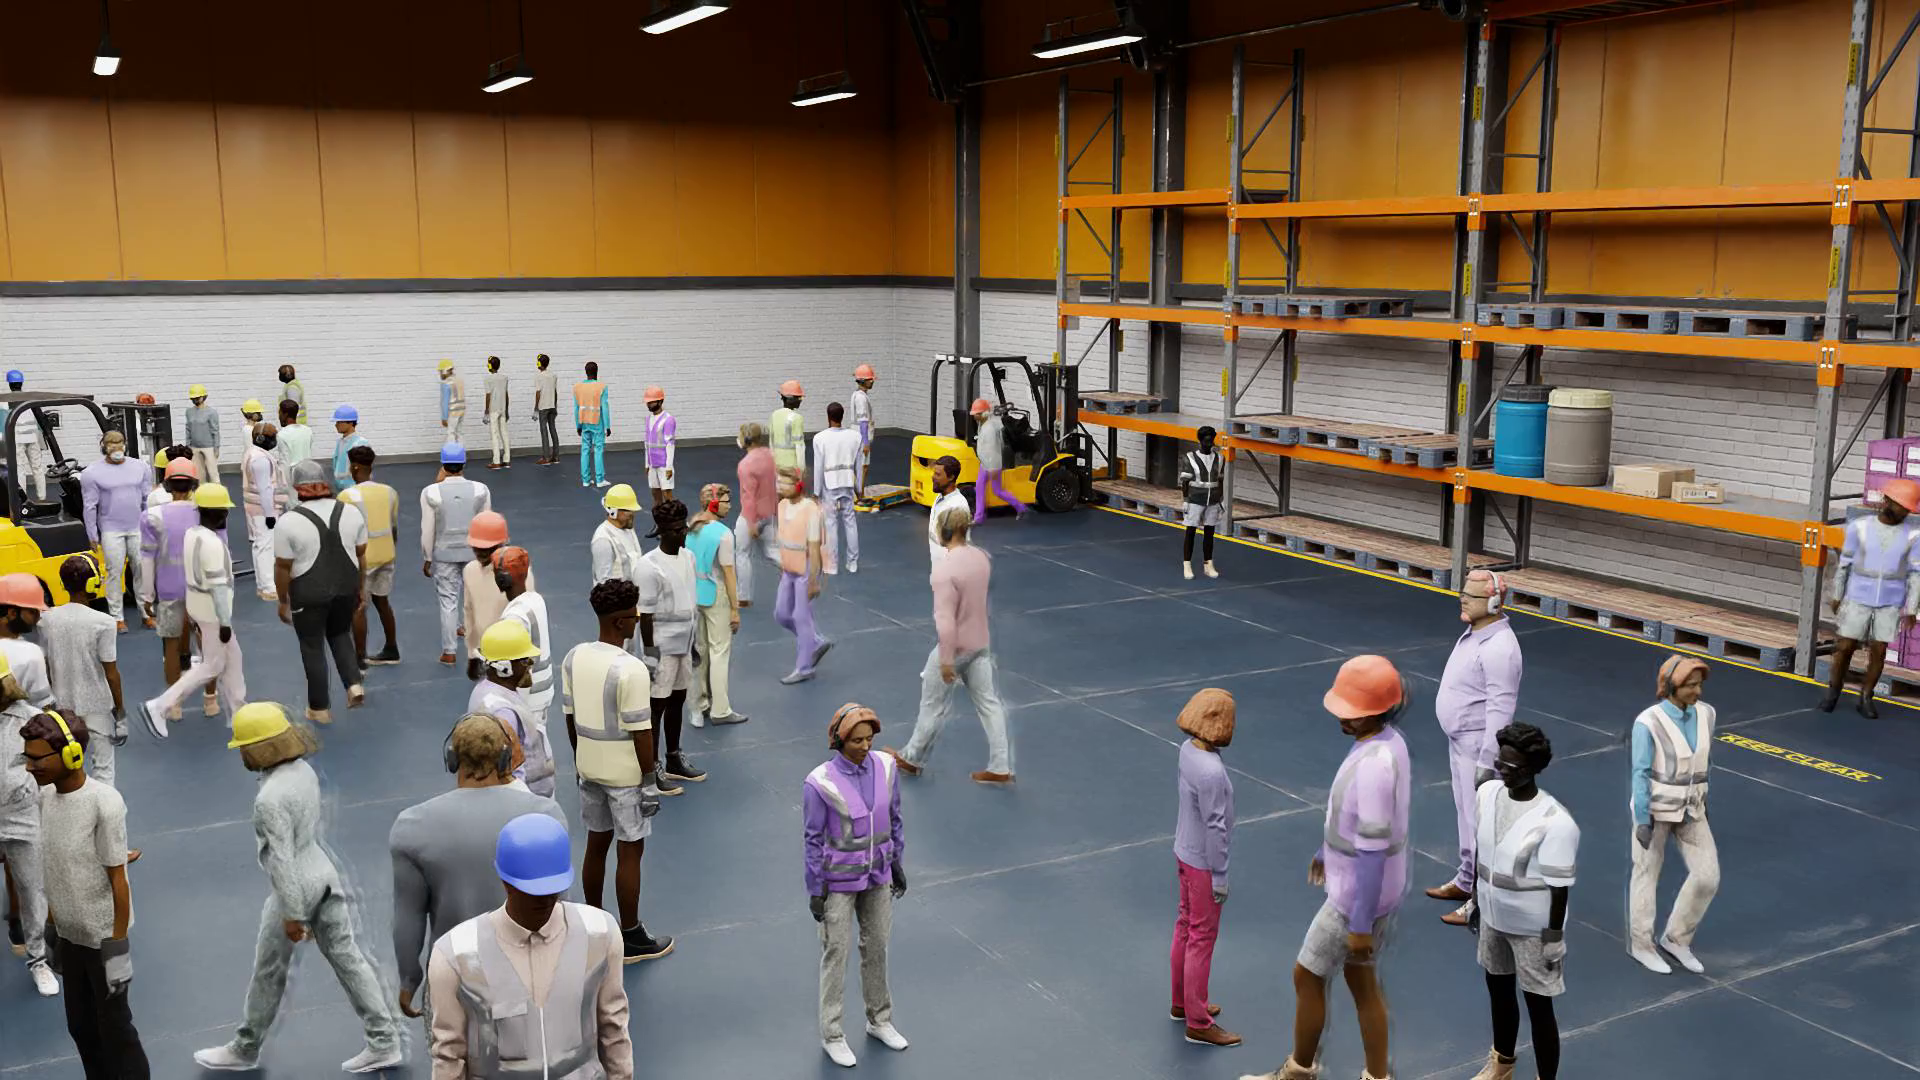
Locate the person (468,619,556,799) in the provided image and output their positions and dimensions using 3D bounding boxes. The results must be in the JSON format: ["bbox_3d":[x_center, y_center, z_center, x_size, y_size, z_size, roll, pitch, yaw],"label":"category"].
[{"bbox_3d":[-2.167,1.284,8.067,0.403,1.833,0.591,-4,11,-23],"label":"person"}]

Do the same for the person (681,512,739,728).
[{"bbox_3d":[-1.935,0.601,12.601,0.529,1.619,0.563,-3,10,-15],"label":"person"}]

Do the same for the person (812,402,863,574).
[{"bbox_3d":[-1.355,-0.576,18.536,0.597,1.914,0.372,-5,11,-28],"label":"person"}]

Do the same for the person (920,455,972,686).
[{"bbox_3d":[-0.089,0.250,13.766,0.391,1.922,0.593,-3,10,-19],"label":"person"}]

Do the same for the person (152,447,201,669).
[{"bbox_3d":[-6.744,0.155,14.299,0.382,1.924,0.594,-4,11,-24],"label":"person"}]

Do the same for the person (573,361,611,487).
[{"bbox_3d":[-5.619,-1.764,25.402,0.587,1.911,0.397,3,10,19],"label":"person"}]

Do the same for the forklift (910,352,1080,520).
[{"bbox_3d":[0.460,-1.461,22.833,2.313,2.155,1.214,-5,11,-28],"label":"forklift"}]

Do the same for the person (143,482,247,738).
[{"bbox_3d":[-5.594,0.521,12.278,0.840,1.901,0.588,-7,12,-34],"label":"person"}]

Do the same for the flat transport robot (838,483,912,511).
[{"bbox_3d":[-1.188,-0.608,23.450,0.652,0.197,1.431,6,11,29],"label":"flat transport robot"}]

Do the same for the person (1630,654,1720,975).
[{"bbox_3d":[3.527,1.366,8.177,0.542,1.621,0.460,-4,11,-21],"label":"person"}]

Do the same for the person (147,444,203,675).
[{"bbox_3d":[-6.575,0.159,14.159,0.361,1.963,0.612,10,14,44],"label":"person"}]

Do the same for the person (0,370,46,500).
[{"bbox_3d":[-13.048,-1.393,23.143,0.391,1.949,0.602,7,12,36],"label":"person"}]

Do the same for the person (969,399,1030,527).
[{"bbox_3d":[0.487,-1.007,21.677,0.808,1.700,0.571,-3,10,-18],"label":"person"}]

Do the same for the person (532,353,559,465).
[{"bbox_3d":[-6.998,-2.204,28.038,0.328,1.873,0.517,6,12,32],"label":"person"}]

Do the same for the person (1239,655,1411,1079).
[{"bbox_3d":[1.537,1.410,6.864,0.662,1.999,0.699,5,11,28],"label":"person"}]

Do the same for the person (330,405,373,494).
[{"bbox_3d":[-6.553,-0.491,17.951,0.602,1.949,0.394,9,13,42],"label":"person"}]

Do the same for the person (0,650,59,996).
[{"bbox_3d":[-4.562,1.354,7.919,0.483,1.745,0.306,-5,11,-28],"label":"person"}]

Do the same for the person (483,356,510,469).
[{"bbox_3d":[-7.673,-2.108,27.494,0.323,1.871,0.530,6,12,32],"label":"person"}]

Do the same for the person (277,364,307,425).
[{"bbox_3d":[-10.430,-1.828,25.993,0.429,1.831,0.639,-3,10,-19],"label":"person"}]

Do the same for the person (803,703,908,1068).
[{"bbox_3d":[-0.470,1.509,7.360,0.524,1.631,0.319,-8,13,-40],"label":"person"}]

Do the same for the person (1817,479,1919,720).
[{"bbox_3d":[6.996,0.454,12.675,0.576,1.889,0.506,5,11,25],"label":"person"}]

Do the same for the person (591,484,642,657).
[{"bbox_3d":[-2.610,0.470,12.805,0.403,1.819,0.601,1,10,8],"label":"person"}]

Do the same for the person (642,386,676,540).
[{"bbox_3d":[-3.761,-0.960,20.716,0.544,1.930,0.388,10,14,44],"label":"person"}]

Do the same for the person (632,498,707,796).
[{"bbox_3d":[-1.929,0.692,11.092,0.372,1.966,0.608,4,11,24],"label":"person"}]

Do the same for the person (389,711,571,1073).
[{"bbox_3d":[-1.742,1.578,6.122,0.635,1.927,0.372,-4,11,-22],"label":"person"}]

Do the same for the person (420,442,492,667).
[{"bbox_3d":[-4.346,0.126,14.403,0.618,1.945,0.395,-5,11,-28],"label":"person"}]

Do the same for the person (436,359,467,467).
[{"bbox_3d":[-8.414,-2.078,27.489,0.441,1.808,0.611,2,10,9],"label":"person"}]

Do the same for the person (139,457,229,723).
[{"bbox_3d":[-5.916,0.378,12.728,0.619,2.029,0.410,-6,11,-30],"label":"person"}]

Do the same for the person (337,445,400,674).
[{"bbox_3d":[-5.062,0.161,14.224,0.416,1.946,0.676,5,11,28],"label":"person"}]

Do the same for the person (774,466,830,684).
[{"bbox_3d":[-1.303,0.280,13.856,0.463,1.830,0.584,-7,12,-36],"label":"person"}]

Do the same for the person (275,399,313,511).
[{"bbox_3d":[-7.555,-0.645,18.928,0.392,1.919,0.591,1,10,7],"label":"person"}]

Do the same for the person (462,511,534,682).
[{"bbox_3d":[-2.939,0.765,10.710,0.686,1.950,0.679,7,12,36],"label":"person"}]

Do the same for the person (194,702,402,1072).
[{"bbox_3d":[-2.879,1.511,7.185,0.908,1.677,0.488,0,10,1],"label":"person"}]

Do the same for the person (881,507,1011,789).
[{"bbox_3d":[-0.064,0.713,11.197,0.997,1.885,0.659,6,12,32],"label":"person"}]

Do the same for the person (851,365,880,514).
[{"bbox_3d":[-1.307,-1.382,22.814,0.376,2.043,0.609,-2,10,-10],"label":"person"}]

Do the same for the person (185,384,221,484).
[{"bbox_3d":[-10.503,-1.281,23.065,0.528,1.760,0.339,3,10,16],"label":"person"}]

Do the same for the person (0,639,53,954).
[{"bbox_3d":[-5.089,1.125,8.716,0.626,1.917,0.985,-6,11,-30],"label":"person"}]

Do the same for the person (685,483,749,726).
[{"bbox_3d":[-1.898,0.488,12.623,0.567,1.840,0.375,9,14,43],"label":"person"}]

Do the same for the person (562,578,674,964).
[{"bbox_3d":[-1.740,1.157,8.424,0.618,1.960,0.361,8,13,40],"label":"person"}]

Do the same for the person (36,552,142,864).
[{"bbox_3d":[-5.059,1.001,9.633,0.510,1.861,0.324,1,10,8],"label":"person"}]

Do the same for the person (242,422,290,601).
[{"bbox_3d":[-7.148,-0.294,17.150,0.430,1.838,0.624,-5,11,-28],"label":"person"}]

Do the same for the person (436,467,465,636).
[{"bbox_3d":[-4.730,0.082,15.562,0.265,1.632,0.509,-5,11,-25],"label":"person"}]

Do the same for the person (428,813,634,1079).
[{"bbox_3d":[-1.288,1.754,5.067,0.605,1.939,0.416,-5,11,-27],"label":"person"}]

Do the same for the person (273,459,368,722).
[{"bbox_3d":[-4.896,0.376,12.698,0.701,2.000,0.537,-10,14,-44],"label":"person"}]

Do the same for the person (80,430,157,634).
[{"bbox_3d":[-7.890,-0.078,15.655,0.637,1.927,0.387,-10,14,-44],"label":"person"}]

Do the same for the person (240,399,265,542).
[{"bbox_3d":[-8.732,-0.862,20.615,0.321,1.769,0.523,-3,10,-18],"label":"person"}]

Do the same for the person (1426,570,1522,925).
[{"bbox_3d":[2.752,1.097,8.918,0.410,1.913,0.651,1,10,4],"label":"person"}]

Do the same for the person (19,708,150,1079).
[{"bbox_3d":[-3.393,1.556,6.454,0.523,1.856,0.341,6,11,30],"label":"person"}]

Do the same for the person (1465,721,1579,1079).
[{"bbox_3d":[2.304,1.566,6.872,0.322,1.693,0.539,-5,11,-25],"label":"person"}]

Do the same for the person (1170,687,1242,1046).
[{"bbox_3d":[1.117,1.469,7.579,0.289,1.632,0.497,-1,10,-7],"label":"person"}]

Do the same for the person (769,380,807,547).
[{"bbox_3d":[-2.039,-0.907,20.082,0.383,2.039,0.614,-8,13,-40],"label":"person"}]

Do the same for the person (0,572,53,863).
[{"bbox_3d":[-5.043,1.118,8.812,0.536,1.906,0.574,-3,10,-18],"label":"person"}]

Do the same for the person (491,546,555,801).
[{"bbox_3d":[-2.568,0.962,9.792,0.337,1.875,0.585,-1,10,-4],"label":"person"}]

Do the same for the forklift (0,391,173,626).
[{"bbox_3d":[-9.026,-0.363,16.508,1.214,2.155,2.313,6,11,29],"label":"forklift"}]

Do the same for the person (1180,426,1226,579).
[{"bbox_3d":[2.668,-0.415,18.251,0.531,1.693,0.320,-3,10,-16],"label":"person"}]
